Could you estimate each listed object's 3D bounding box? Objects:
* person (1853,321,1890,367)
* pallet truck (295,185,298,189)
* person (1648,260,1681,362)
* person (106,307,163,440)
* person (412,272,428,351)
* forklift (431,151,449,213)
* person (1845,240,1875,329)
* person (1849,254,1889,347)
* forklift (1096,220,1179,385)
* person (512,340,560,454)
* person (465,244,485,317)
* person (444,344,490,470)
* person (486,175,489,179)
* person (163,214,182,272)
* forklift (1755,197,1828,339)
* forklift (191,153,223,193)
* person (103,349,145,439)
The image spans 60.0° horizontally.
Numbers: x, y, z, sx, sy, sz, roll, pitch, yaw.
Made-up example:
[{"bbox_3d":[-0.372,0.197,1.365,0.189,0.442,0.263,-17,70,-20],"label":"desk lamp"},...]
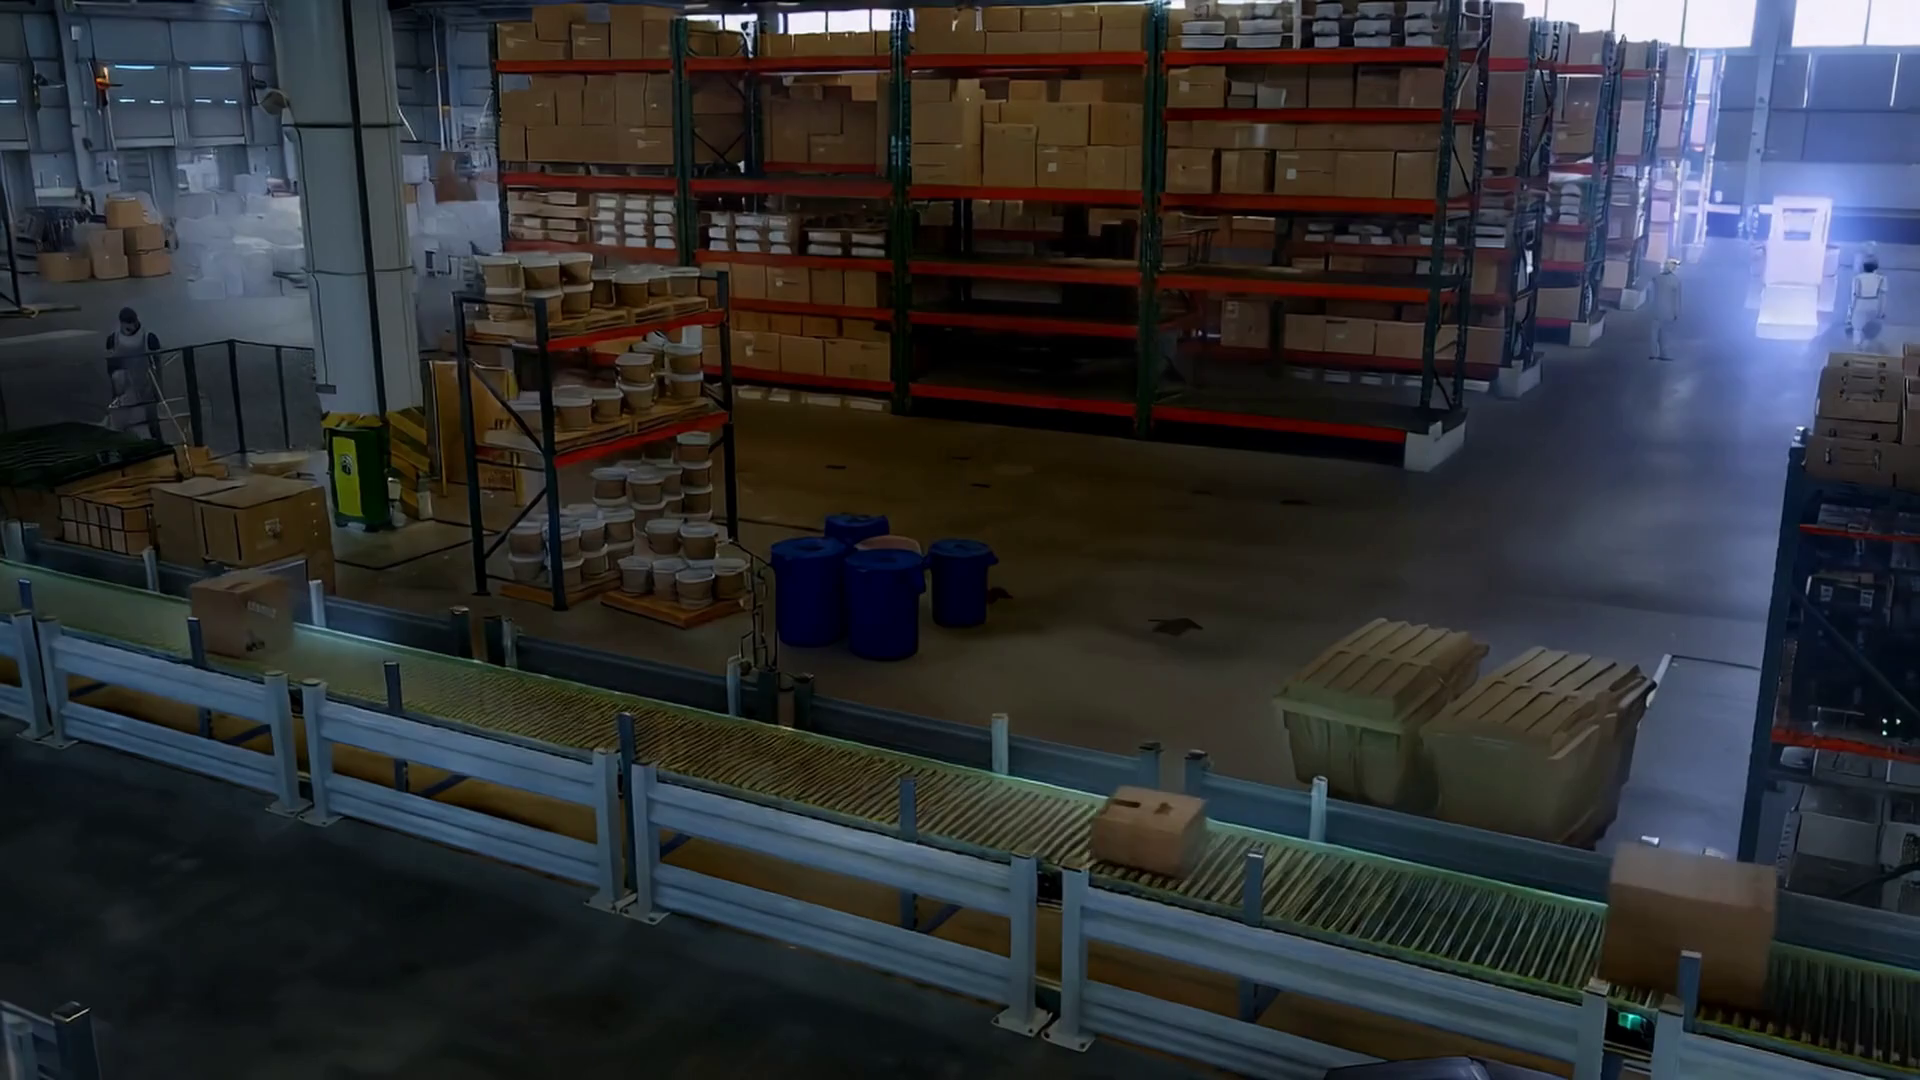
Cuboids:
[{"bbox_3d":[13.222,-2.367,24.307,0.550,1.668,0.567,-5,16,-17],"label":"person"},{"bbox_3d":[-26.804,-14.617,69.738,1.885,1.965,0.823,-14,20,-42],"label":"pallet truck"},{"bbox_3d":[13.213,-4.286,31.099,0.400,1.902,0.642,-5,16,-18],"label":"person"},{"bbox_3d":[-11.363,-2.190,22.942,0.684,2.000,0.538,-6,16,-21],"label":"person"},{"bbox_3d":[-10.783,-4.561,32.220,0.943,1.839,0.609,3,15,10],"label":"person"},{"bbox_3d":[-20.054,-13.651,64.417,1.873,2.768,1.129,0,15,0],"label":"forklift"},{"bbox_3d":[19.228,-5.439,35.443,0.638,1.899,0.397,-14,21,-43],"label":"person"},{"bbox_3d":[16.801,-4.274,30.808,0.630,2.024,0.666,8,17,27],"label":"person"},{"bbox_3d":[2.657,-3.916,27.821,1.873,2.768,1.129,8,17,28],"label":"forklift"},{"bbox_3d":[-5.871,-2.149,22.993,0.618,1.949,1.016,-11,18,-35],"label":"person"},{"bbox_3d":[-10.935,-5.831,37.409,0.461,1.619,0.546,3,15,10],"label":"person"},{"bbox_3d":[-6.569,-1.779,22.015,0.922,1.722,0.538,8,17,27],"label":"person"},{"bbox_3d":[-20.618,-15.495,73.191,0.576,1.922,0.643,-9,17,-30],"label":"person"},{"bbox_3d":[-22.277,-8.406,47.074,0.393,1.626,0.529,10,18,33],"label":"person"},{"bbox_3d":[17.260,-5.672,34.424,1.129,2.768,1.873,8,17,27],"label":"forklift"},{"bbox_3d":[-27.850,-12.924,61.683,1.873,2.768,1.129,8,17,28],"label":"forklift"},{"bbox_3d":[-11.222,-1.738,22.080,0.856,1.584,0.523,-8,17,-27],"label":"person"}]
